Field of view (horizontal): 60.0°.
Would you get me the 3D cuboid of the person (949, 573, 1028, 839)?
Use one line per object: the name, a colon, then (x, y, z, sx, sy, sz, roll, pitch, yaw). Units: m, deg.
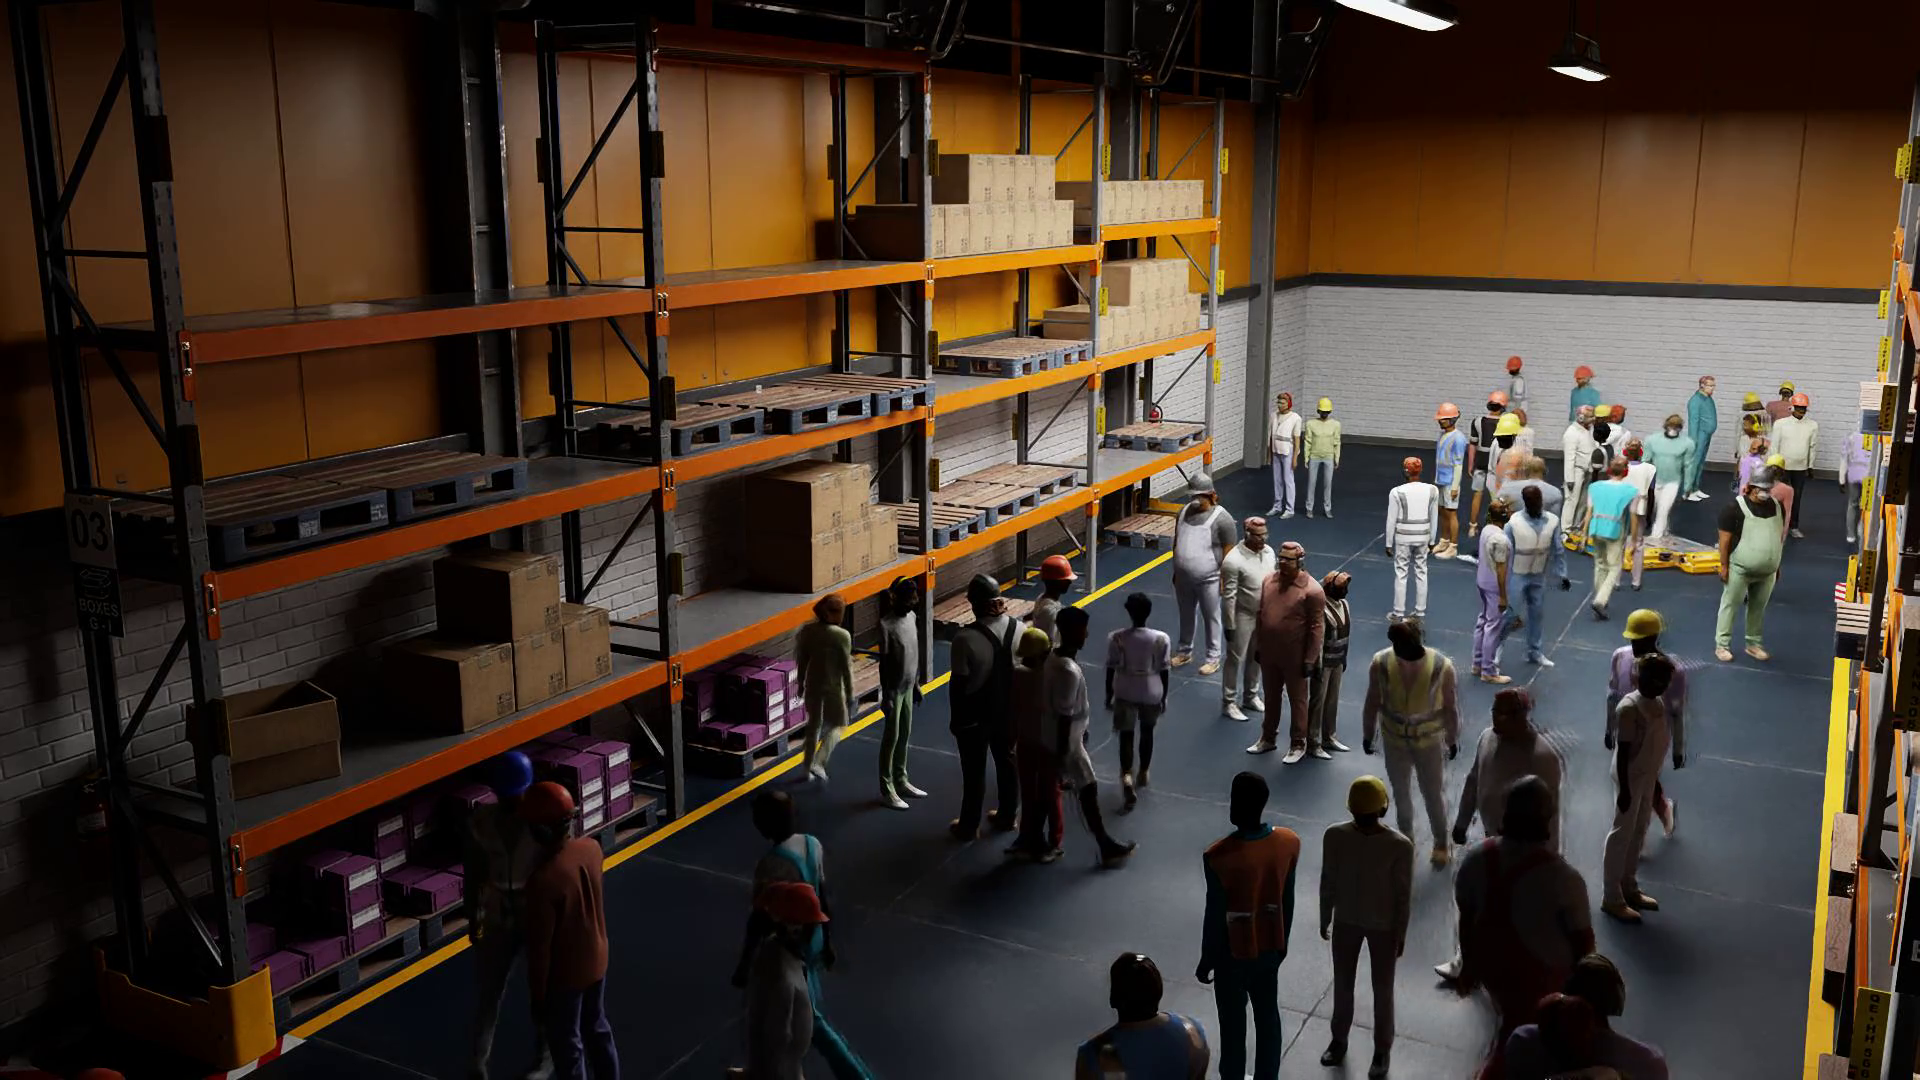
person: (0.185, 1.233, 12.589, 0.681, 2.000, 0.535, -8, 15, -32)

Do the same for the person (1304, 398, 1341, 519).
person: (5.228, -1.179, 24.024, 0.526, 1.762, 0.338, 1, 13, 4)

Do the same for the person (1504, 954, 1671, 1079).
person: (2.506, 2.606, 6.742, 0.644, 1.938, 0.502, 5, 14, 22)

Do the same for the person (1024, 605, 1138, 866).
person: (0.868, 1.412, 12.035, 0.833, 1.926, 0.624, -3, 13, -13)

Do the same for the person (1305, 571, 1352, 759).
person: (3.172, 1.061, 14.290, 0.313, 1.634, 0.514, 11, 17, 41)

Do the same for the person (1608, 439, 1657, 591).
person: (7.988, -0.288, 19.857, 0.563, 1.837, 0.388, 1, 13, 4)

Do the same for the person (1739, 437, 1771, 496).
person: (10.156, -0.512, 21.327, 0.320, 1.631, 0.523, 1, 13, 5)

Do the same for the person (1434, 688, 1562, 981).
person: (3.423, 1.816, 10.394, 0.981, 1.865, 0.666, -4, 13, -18)

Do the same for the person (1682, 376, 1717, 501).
person: (11.323, -1.558, 25.392, 0.406, 1.904, 0.654, 11, 17, 41)

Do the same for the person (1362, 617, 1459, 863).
person: (3.275, 1.445, 12.169, 0.671, 1.813, 0.458, 6, 14, 26)

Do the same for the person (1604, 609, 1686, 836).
person: (5.085, 1.391, 12.242, 0.796, 1.891, 0.612, -7, 14, -28)

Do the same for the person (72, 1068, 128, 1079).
person: (-2.869, 2.771, 5.821, 0.428, 1.978, 0.653, 12, 17, 42)

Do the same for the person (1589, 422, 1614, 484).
person: (8.544, -0.735, 22.188, 0.321, 1.693, 0.537, 10, 16, 38)

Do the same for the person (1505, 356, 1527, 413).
person: (9.373, -2.175, 28.157, 0.414, 1.915, 0.709, 3, 13, 14)

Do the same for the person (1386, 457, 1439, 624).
person: (4.997, 0.010, 18.437, 0.580, 1.880, 0.359, -2, 13, -7)

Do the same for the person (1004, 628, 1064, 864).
person: (0.555, 1.486, 12.096, 0.533, 1.759, 0.331, 11, 16, 40)

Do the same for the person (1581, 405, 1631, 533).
person: (8.886, -0.957, 22.936, 1.028, 1.812, 0.581, -9, 16, -36)

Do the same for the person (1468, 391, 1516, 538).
person: (7.254, -1.013, 22.687, 0.613, 2.029, 0.409, 7, 14, 27)

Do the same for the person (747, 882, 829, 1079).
person: (-0.930, 2.447, 7.907, 0.777, 1.715, 0.596, -2, 13, -8)

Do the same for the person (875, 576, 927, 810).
person: (-0.461, 1.190, 13.182, 0.328, 1.865, 0.520, 7, 14, 28)

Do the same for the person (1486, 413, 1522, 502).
person: (6.987, -0.682, 21.441, 0.398, 1.920, 0.586, 3, 13, 15)

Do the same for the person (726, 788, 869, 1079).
person: (-0.835, 2.196, 8.855, 0.962, 1.798, 0.525, 6, 14, 24)

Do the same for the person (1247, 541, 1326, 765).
person: (2.765, 0.944, 14.175, 0.411, 1.913, 0.643, -12, 17, -42)

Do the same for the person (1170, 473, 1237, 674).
person: (2.377, 0.327, 16.646, 0.688, 2.000, 0.536, 11, 17, 41)

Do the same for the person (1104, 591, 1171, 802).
person: (1.428, 1.252, 13.356, 0.531, 1.666, 0.767, 1, 13, 3)

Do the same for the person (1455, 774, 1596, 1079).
person: (2.849, 2.149, 8.487, 1.060, 2.000, 0.684, -7, 14, -29)

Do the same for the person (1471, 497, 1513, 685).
person: (5.258, 0.492, 16.345, 0.334, 1.846, 0.513, 0, 13, -2)

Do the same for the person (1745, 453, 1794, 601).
person: (9.417, -0.146, 19.451, 0.522, 1.737, 0.832, 7, 14, 29)

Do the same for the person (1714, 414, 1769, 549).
person: (10.585, -0.790, 22.160, 0.953, 1.823, 0.490, -1, 13, -5)

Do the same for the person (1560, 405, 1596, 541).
person: (8.339, -0.880, 22.387, 0.399, 1.897, 0.652, 11, 17, 42)

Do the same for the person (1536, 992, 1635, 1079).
person: (2.401, 2.680, 6.508, 0.624, 1.881, 0.449, -5, 14, -22)

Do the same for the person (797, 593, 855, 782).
person: (-1.125, 1.223, 13.601, 0.570, 1.606, 0.439, 8, 15, 32)

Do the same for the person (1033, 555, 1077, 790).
person: (0.766, 1.066, 13.569, 0.356, 1.937, 0.552, 0, 13, -1)

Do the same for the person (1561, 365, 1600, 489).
person: (9.885, -1.784, 26.258, 0.731, 1.967, 0.643, -4, 13, -16)

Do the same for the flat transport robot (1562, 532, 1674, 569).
flat transport robot: (8.526, 0.117, 21.580, 0.652, 0.197, 1.431, -3, 13, -14)

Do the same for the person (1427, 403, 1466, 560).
person: (6.292, -0.768, 21.571, 0.403, 2.034, 0.609, -2, 13, -8)

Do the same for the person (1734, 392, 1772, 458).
person: (11.866, -1.352, 24.894, 0.552, 1.710, 0.481, 5, 14, 21)

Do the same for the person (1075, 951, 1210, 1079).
person: (0.722, 2.592, 6.953, 0.634, 1.841, 0.429, -6, 14, -26)

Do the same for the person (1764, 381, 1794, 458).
person: (12.787, -1.596, 25.906, 0.532, 1.756, 0.337, 6, 14, 24)

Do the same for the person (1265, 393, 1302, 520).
person: (4.700, -1.224, 24.054, 0.389, 1.837, 0.563, -8, 15, -31)

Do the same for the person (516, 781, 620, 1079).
person: (-2.018, 2.180, 8.491, 0.421, 1.982, 0.615, 5, 13, 20)

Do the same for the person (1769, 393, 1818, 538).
person: (11.392, -1.020, 22.774, 0.612, 1.997, 0.375, 1, 13, 2)

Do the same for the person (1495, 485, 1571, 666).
person: (5.785, 0.344, 16.917, 0.760, 1.897, 0.473, -4, 13, -16)

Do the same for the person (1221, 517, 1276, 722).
person: (2.674, 0.710, 15.263, 0.657, 1.899, 0.395, -10, 16, -39)

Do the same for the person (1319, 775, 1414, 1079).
person: (2.234, 2.127, 9.229, 0.518, 1.756, 0.348, 7, 14, 29)

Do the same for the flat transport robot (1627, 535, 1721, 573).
flat transport robot: (9.248, 0.156, 21.405, 0.652, 0.197, 1.431, -3, 13, -14)

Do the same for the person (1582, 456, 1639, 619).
person: (7.326, -0.039, 18.787, 0.589, 1.819, 0.750, 12, 17, 42)

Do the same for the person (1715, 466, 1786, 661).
person: (8.123, 0.244, 17.018, 0.688, 2.000, 0.536, -1, 13, -6)

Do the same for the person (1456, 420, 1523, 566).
person: (6.808, -0.565, 20.975, 0.868, 1.887, 0.591, 0, 13, 0)

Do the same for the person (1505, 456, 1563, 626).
person: (6.318, 0.016, 18.427, 0.624, 1.902, 0.975, 6, 14, 25)

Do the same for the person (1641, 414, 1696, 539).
person: (9.270, -0.751, 21.839, 0.677, 1.884, 0.974, 9, 15, 34)

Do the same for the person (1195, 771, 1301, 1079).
person: (1.513, 2.144, 8.787, 0.592, 1.920, 0.388, -7, 14, -29)

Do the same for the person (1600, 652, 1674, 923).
person: (4.576, 1.642, 11.215, 0.506, 1.839, 0.343, -12, 17, -42)

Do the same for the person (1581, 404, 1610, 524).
person: (9.046, -1.060, 23.548, 0.484, 1.736, 0.349, 9, 16, 36)

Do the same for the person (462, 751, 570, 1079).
person: (-2.422, 2.080, 9.049, 0.633, 1.928, 0.559, 0, 13, 1)
